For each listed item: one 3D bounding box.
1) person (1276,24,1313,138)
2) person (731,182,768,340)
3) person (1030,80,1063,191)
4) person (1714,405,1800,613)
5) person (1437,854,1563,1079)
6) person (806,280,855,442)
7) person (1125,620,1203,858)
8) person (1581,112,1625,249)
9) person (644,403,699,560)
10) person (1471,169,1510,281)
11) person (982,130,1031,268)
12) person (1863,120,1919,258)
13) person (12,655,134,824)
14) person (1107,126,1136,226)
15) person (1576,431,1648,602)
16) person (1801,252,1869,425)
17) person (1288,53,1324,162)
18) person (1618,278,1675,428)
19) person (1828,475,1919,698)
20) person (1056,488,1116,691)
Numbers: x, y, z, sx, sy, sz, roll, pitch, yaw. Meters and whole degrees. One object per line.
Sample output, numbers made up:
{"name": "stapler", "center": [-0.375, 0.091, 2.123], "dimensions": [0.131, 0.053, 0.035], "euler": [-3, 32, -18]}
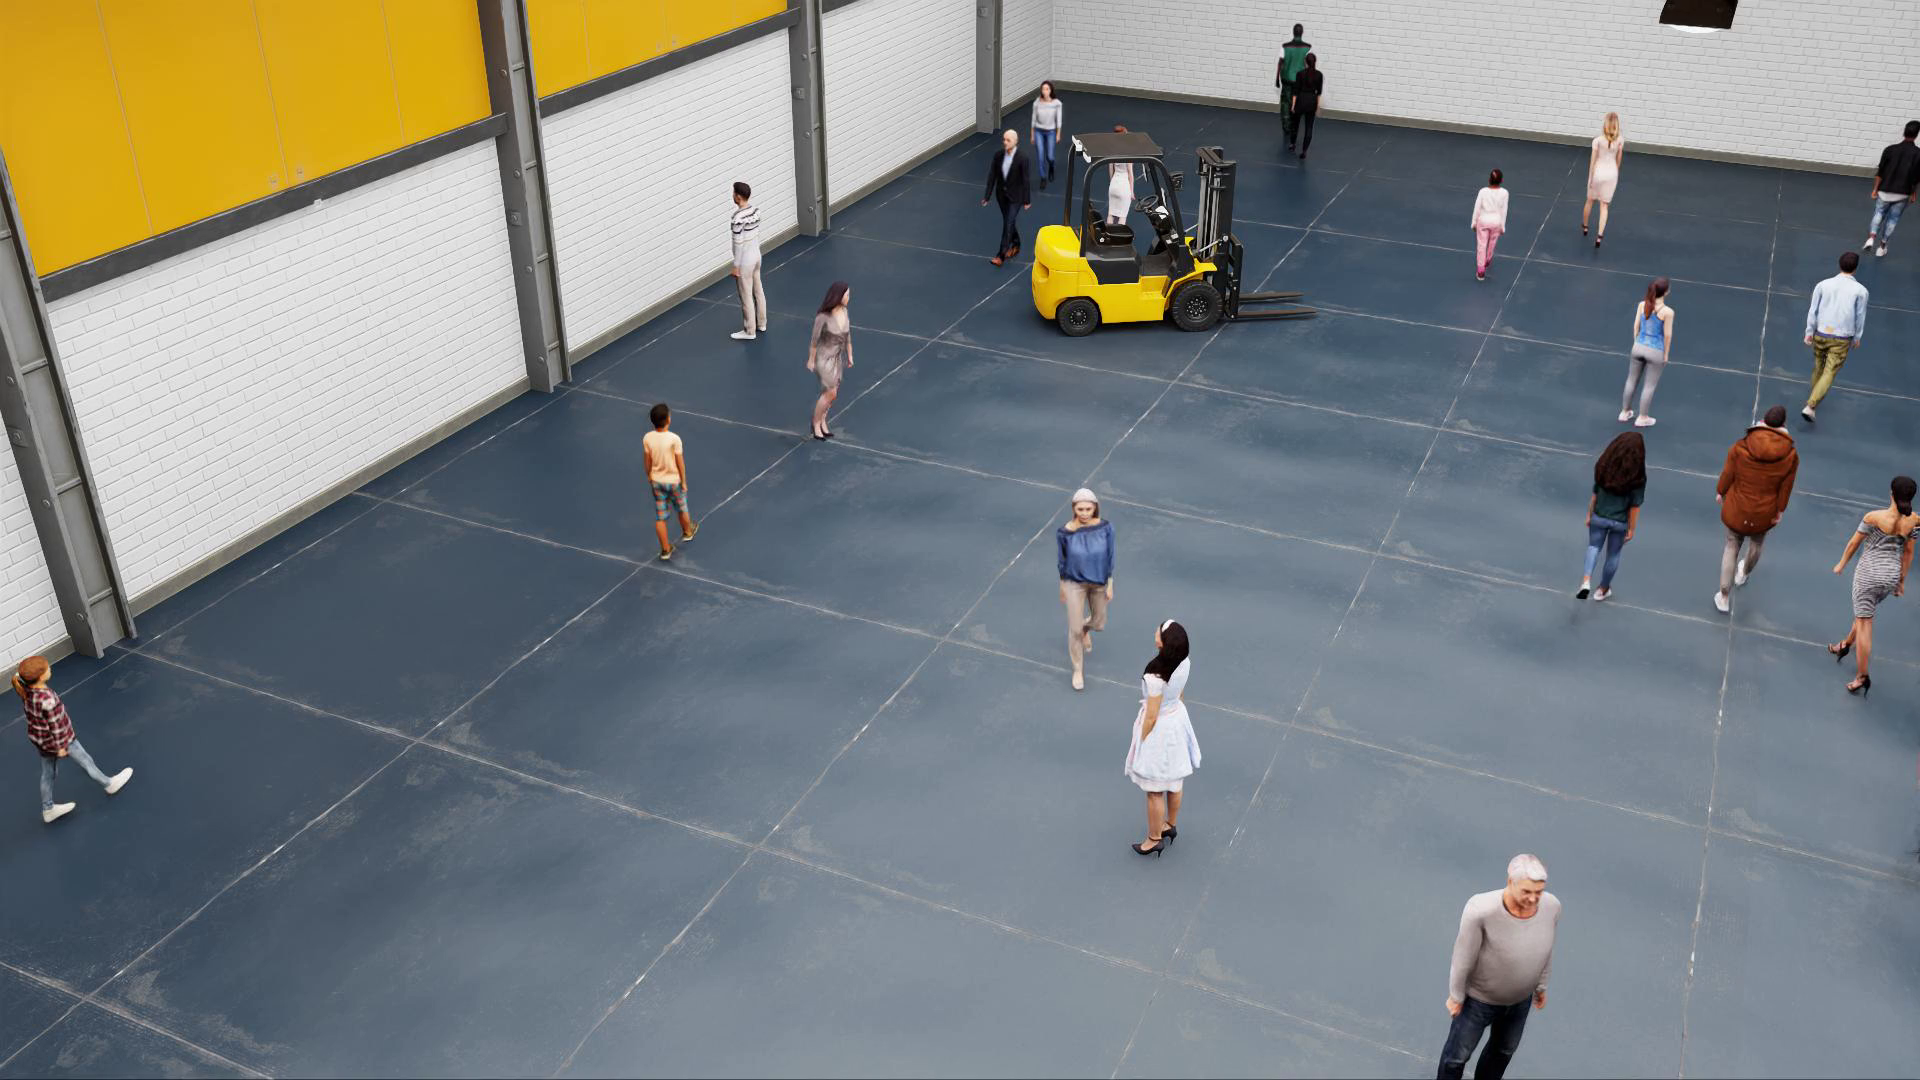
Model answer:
{"name": "person", "center": [5.464, -7.521, 27.310], "dimensions": [0.897, 1.825, 1.098], "euler": [3, 29, 5]}
{"name": "person", "center": [-2.491, -3.290, 19.516], "dimensions": [0.743, 1.862, 0.506], "euler": [11, 31, 19]}
{"name": "person", "center": [1.282, -6.060, 24.850], "dimensions": [0.675, 1.617, 0.722], "euler": [6, 29, 10]}
{"name": "person", "center": [6.634, -0.223, 13.951], "dimensions": [0.779, 1.807, 1.026], "euler": [8, 30, 15]}
{"name": "person", "center": [2.901, 2.429, 8.988], "dimensions": [0.841, 1.904, 0.853], "euler": [-5, 29, -9]}
{"name": "person", "center": [-1.389, -1.814, 16.975], "dimensions": [0.710, 1.703, 0.598], "euler": [25, 37, 38]}
{"name": "person", "center": [1.358, 1.324, 11.098], "dimensions": [0.846, 1.822, 0.758], "euler": [23, 36, 36]}
{"name": "person", "center": [8.671, -4.798, 22.357], "dimensions": [0.719, 1.788, 1.122], "euler": [6, 29, 12]}
{"name": "person", "center": [-2.635, -0.492, 14.823], "dimensions": [0.704, 1.444, 0.895], "euler": [3, 29, 6]}
{"name": "person", "center": [6.799, -4.041, 21.352], "dimensions": [0.700, 1.423, 0.949], "euler": [6, 29, 10]}
{"name": "person", "center": [0.690, -4.513, 21.866], "dimensions": [0.798, 1.758, 1.199], "euler": [17, 33, 29]}
{"name": "person", "center": [12.369, -4.616, 22.013], "dimensions": [0.770, 1.798, 0.758], "euler": [21, 35, 33]}
{"name": "person", "center": [-6.351, 1.401, 11.527], "dimensions": [0.609, 1.278, 0.879], "euler": [17, 33, 29]}
{"name": "person", "center": [2.104, -4.617, 22.030], "dimensions": [0.620, 1.783, 0.636], "euler": [-23, 36, -35]}
{"name": "person", "center": [5.472, -0.154, 14.035], "dimensions": [0.680, 1.604, 0.854], "euler": [19, 34, 31]}
{"name": "person", "center": [9.114, -2.087, 17.400], "dimensions": [1.263, 1.776, 0.964], "euler": [-24, 37, -37]}
{"name": "person", "center": [5.449, -6.787, 26.165], "dimensions": [0.862, 1.634, 1.037], "euler": [0, 29, 0]}
{"name": "person", "center": [7.188, -1.969, 17.358], "dimensions": [0.663, 1.609, 0.645], "euler": [-21, 35, -34]}
{"name": "person", "center": [7.101, 0.393, 12.834], "dimensions": [0.836, 1.795, 1.004], "euler": [-1, 29, -2]}
{"name": "person", "center": [0.972, 0.330, 13.066], "dimensions": [0.859, 1.683, 0.975], "euler": [-3, 29, -5]}
